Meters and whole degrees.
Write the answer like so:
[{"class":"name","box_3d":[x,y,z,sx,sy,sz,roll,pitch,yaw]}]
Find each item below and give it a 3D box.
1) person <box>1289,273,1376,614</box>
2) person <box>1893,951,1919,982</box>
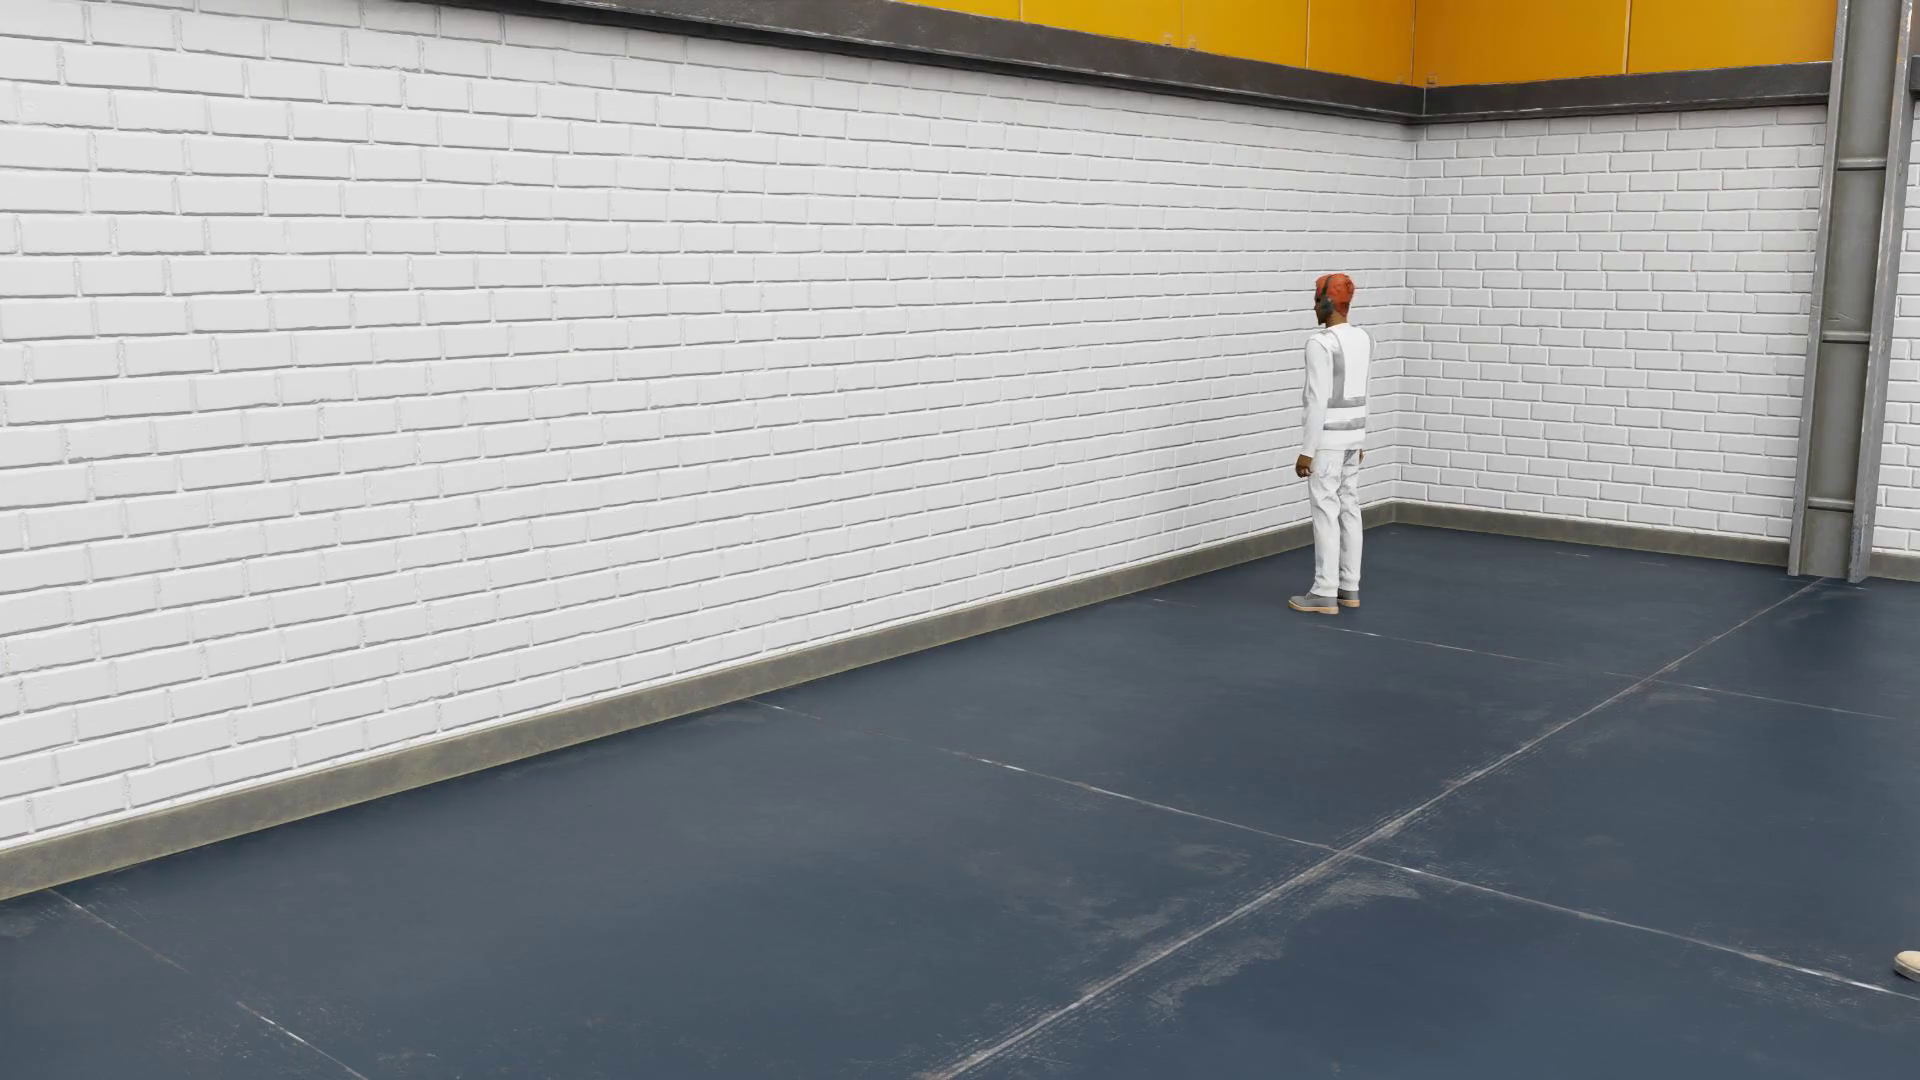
[{"class":"person","box_3d":[2.074,-0.533,9.259,0.340,1.883,0.586,10,14,44]},{"class":"person","box_3d":[2.744,0.357,4.305,0.344,1.847,0.505,2,10,13]}]
